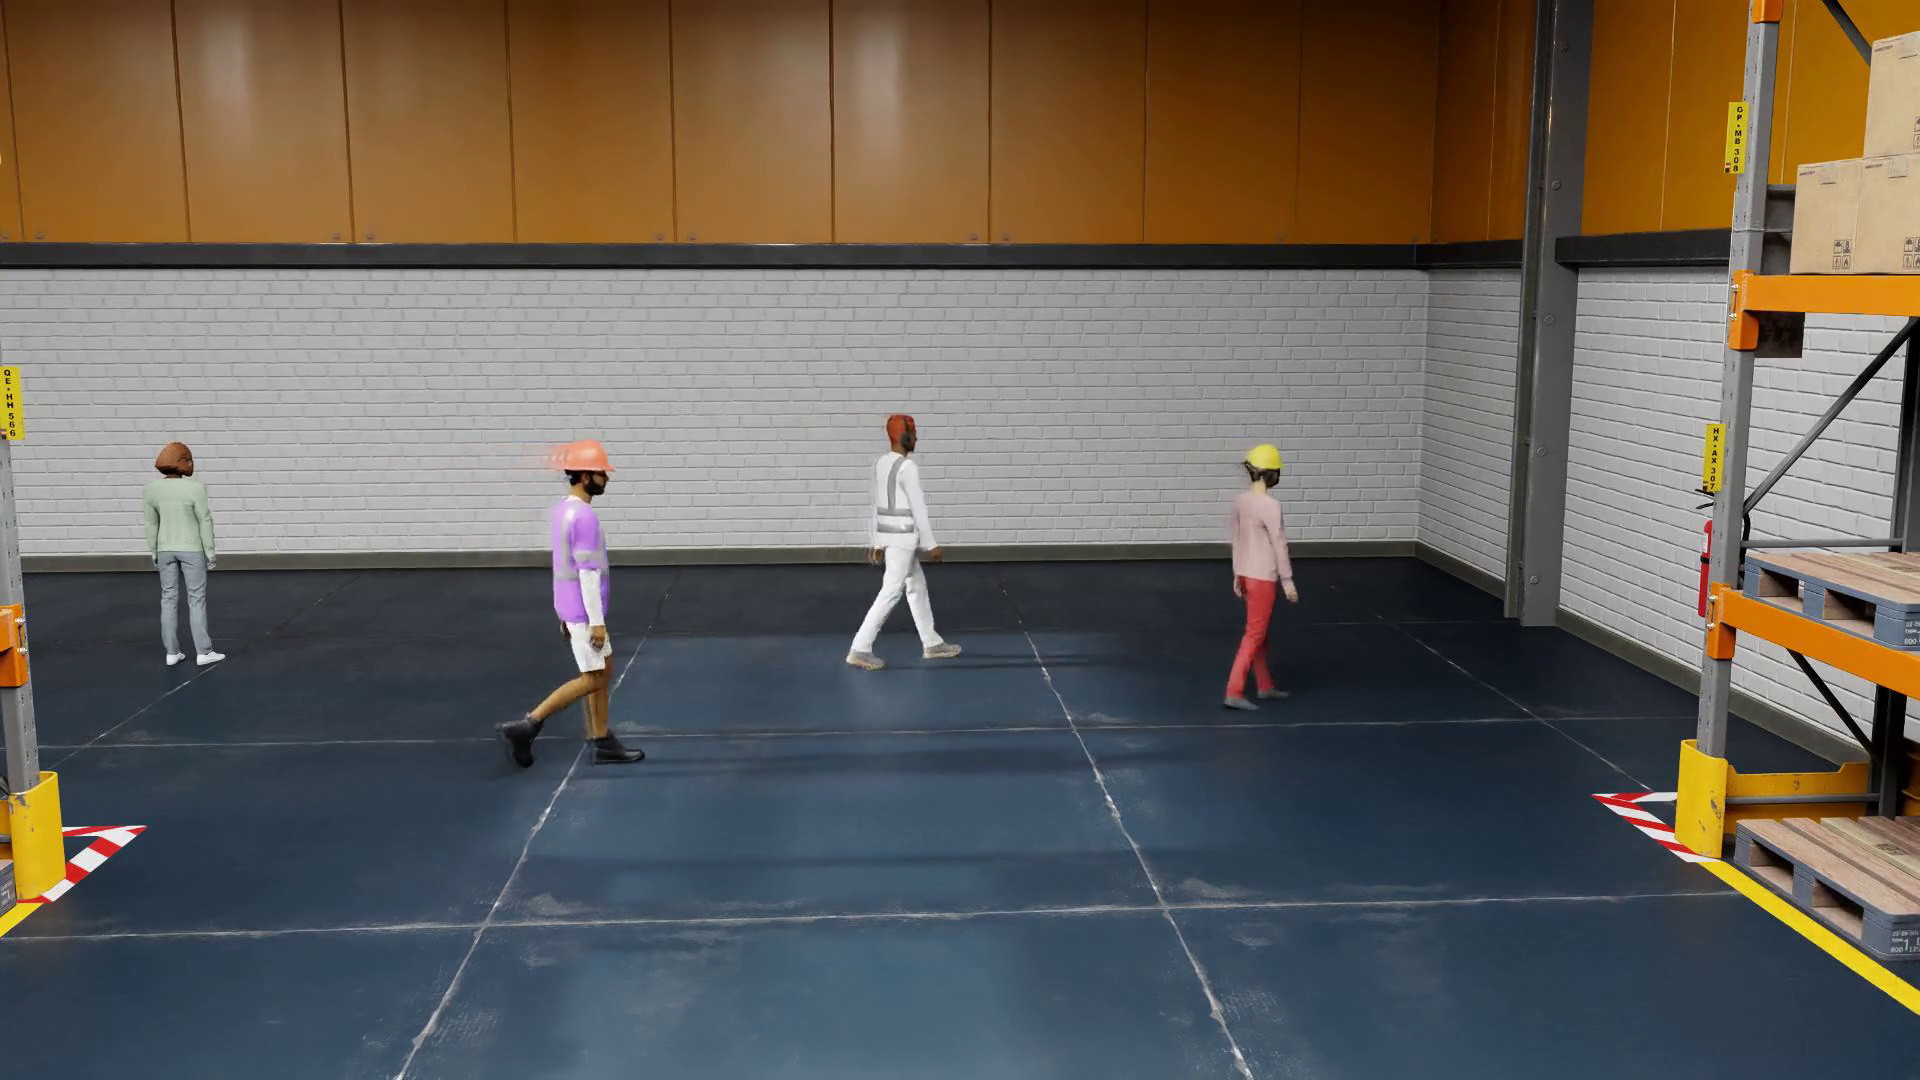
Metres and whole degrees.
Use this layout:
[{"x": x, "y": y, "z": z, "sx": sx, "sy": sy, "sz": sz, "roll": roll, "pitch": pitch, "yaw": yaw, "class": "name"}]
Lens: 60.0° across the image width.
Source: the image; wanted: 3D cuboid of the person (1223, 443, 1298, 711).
[{"x": 1.968, "y": 0.243, "z": 10.897, "sx": 0.519, "sy": 1.770, "sz": 0.528, "roll": -3, "pitch": 9, "yaw": -16, "class": "person"}]

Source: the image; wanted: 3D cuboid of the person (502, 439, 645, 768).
[{"x": -2.210, "y": 0.386, "z": 9.437, "sx": 0.725, "sy": 1.916, "sz": 0.560, "roll": -3, "pitch": 10, "yaw": -20, "class": "person"}]

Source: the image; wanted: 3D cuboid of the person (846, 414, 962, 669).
[{"x": -0.430, "y": 0.008, "z": 12.057, "sx": 0.948, "sy": 1.847, "sz": 0.584, "roll": -3, "pitch": 10, "yaw": -20, "class": "person"}]

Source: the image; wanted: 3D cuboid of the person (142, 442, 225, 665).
[{"x": -5.659, "y": 0.100, "z": 12.103, "sx": 0.499, "sy": 1.633, "sz": 0.278, "roll": 1, "pitch": 9, "yaw": 4, "class": "person"}]
